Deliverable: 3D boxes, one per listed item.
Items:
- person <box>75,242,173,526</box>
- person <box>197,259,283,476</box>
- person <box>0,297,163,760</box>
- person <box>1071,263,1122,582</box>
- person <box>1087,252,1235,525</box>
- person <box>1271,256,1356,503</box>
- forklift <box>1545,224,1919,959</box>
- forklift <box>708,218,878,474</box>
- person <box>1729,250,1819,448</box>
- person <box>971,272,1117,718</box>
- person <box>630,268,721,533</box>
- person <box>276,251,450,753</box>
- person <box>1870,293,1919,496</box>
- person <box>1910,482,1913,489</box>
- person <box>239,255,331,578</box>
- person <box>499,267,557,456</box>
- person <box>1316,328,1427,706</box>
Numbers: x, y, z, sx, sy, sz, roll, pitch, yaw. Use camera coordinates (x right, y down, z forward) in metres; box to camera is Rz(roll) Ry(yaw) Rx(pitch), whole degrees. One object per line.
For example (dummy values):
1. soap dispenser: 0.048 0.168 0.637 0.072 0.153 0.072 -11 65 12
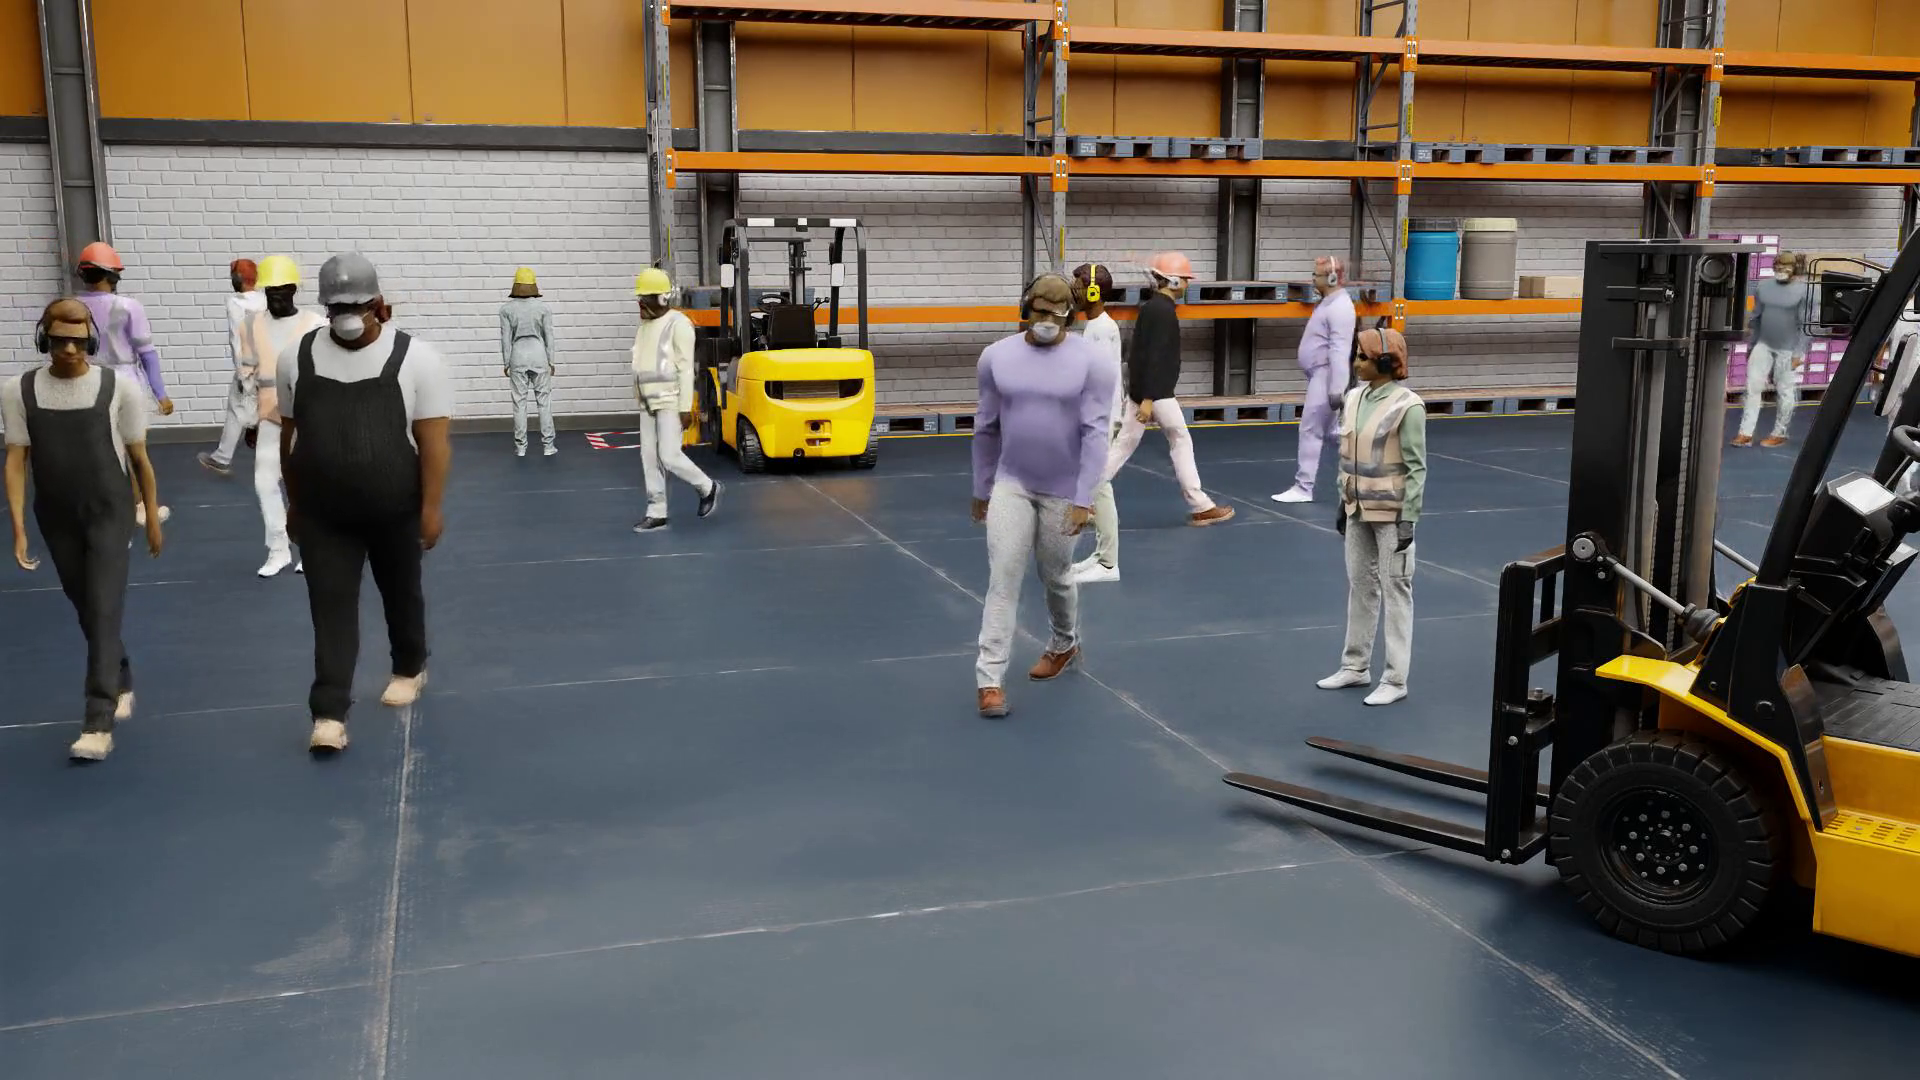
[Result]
1. person: -5.740 -1.001 11.233 0.614 1.995 1.067 2 11 13
2. person: -6.014 -1.445 14.059 1.000 1.828 0.605 3 11 17
3. person: -3.508 -0.068 6.657 0.499 1.792 0.933 -2 11 -12
4. person: 0.797 -0.682 9.784 0.309 1.868 0.535 0 10 2
5. person: 1.339 -1.043 11.625 1.129 1.923 0.632 -2 11 -11
6. person: 2.830 -1.208 12.612 0.802 1.883 0.650 1 10 7
7. forklift: 2.909 0.117 4.508 2.313 2.155 1.214 9 14 40
8. forklift: -1.522 -1.778 14.899 1.214 2.155 2.313 -3 11 -17
9. person: 7.714 -1.791 15.807 0.810 1.888 0.706 -7 12 -34
10. person: 0.363 -0.227 7.270 0.659 1.885 0.939 3 11 15
11. person: -1.990 -0.956 11.433 0.603 1.814 0.569 10 14 43
12. person: -2.432 -0.225 6.806 0.688 2.000 1.063 -2 10 -8
13. person: 7.163 -1.174 12.546 0.526 1.850 0.738 8 13 36
14. person: 7.864 -1.348 13.392 0.952 1.892 0.629 -1 10 -6
15. person: -4.001 -0.720 9.865 0.612 1.907 0.650 0 10 0
16. person: -3.999 -1.650 15.430 0.484 1.745 0.297 -2 11 -10
17. person: 1.819 -0.101 7.236 0.315 1.636 0.515 -5 11 -24
